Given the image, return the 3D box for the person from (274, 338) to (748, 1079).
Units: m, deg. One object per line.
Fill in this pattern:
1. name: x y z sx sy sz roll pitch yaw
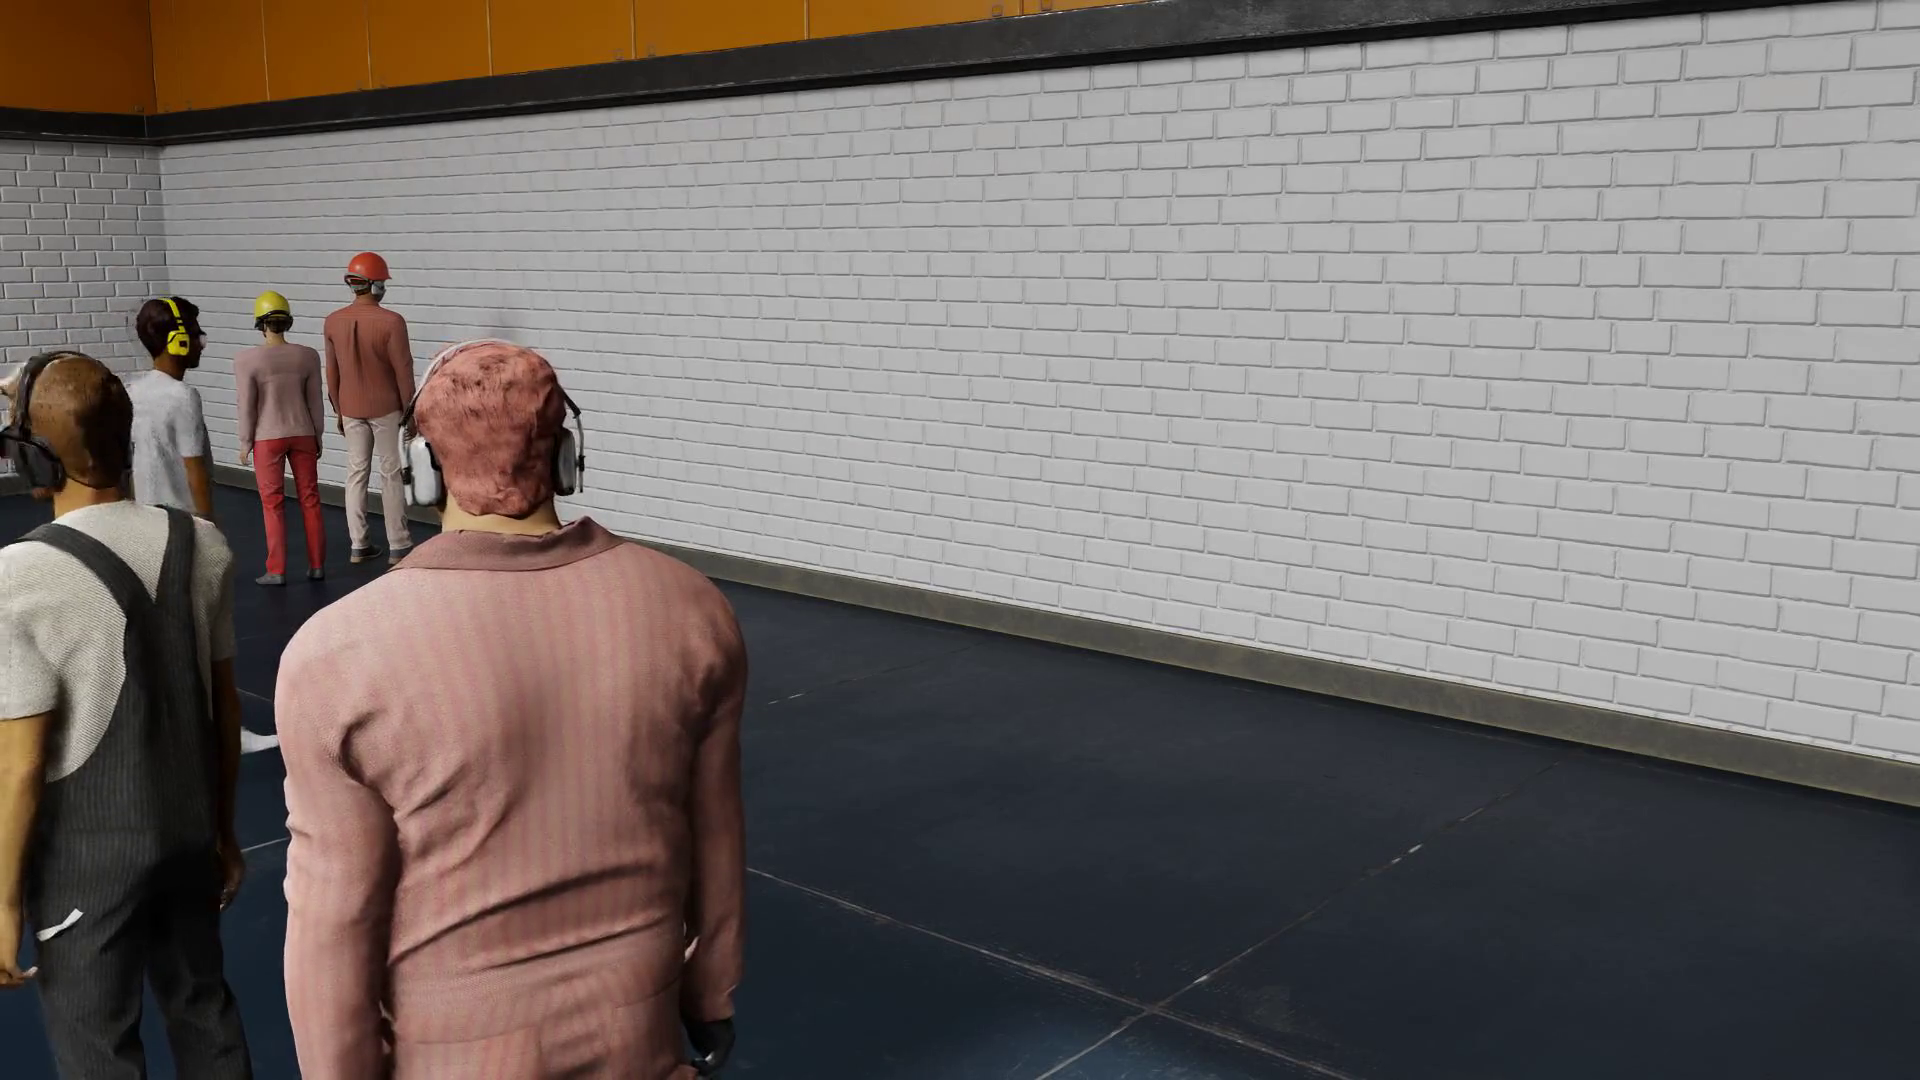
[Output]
1. person: -0.608 0.675 2.326 0.651 1.904 0.402 -7 12 -36

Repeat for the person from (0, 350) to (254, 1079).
1. person: -1.535 0.579 3.041 0.347 1.841 0.539 4 11 23

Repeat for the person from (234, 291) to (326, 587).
1. person: -4.071 -0.601 9.985 0.310 1.769 0.525 9 14 43

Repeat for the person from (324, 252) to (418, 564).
1. person: -3.755 -0.836 10.674 0.612 1.995 0.382 3 10 14

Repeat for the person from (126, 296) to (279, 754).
1. person: -3.034 -0.001 6.345 0.755 1.846 0.520 -9 14 -43
